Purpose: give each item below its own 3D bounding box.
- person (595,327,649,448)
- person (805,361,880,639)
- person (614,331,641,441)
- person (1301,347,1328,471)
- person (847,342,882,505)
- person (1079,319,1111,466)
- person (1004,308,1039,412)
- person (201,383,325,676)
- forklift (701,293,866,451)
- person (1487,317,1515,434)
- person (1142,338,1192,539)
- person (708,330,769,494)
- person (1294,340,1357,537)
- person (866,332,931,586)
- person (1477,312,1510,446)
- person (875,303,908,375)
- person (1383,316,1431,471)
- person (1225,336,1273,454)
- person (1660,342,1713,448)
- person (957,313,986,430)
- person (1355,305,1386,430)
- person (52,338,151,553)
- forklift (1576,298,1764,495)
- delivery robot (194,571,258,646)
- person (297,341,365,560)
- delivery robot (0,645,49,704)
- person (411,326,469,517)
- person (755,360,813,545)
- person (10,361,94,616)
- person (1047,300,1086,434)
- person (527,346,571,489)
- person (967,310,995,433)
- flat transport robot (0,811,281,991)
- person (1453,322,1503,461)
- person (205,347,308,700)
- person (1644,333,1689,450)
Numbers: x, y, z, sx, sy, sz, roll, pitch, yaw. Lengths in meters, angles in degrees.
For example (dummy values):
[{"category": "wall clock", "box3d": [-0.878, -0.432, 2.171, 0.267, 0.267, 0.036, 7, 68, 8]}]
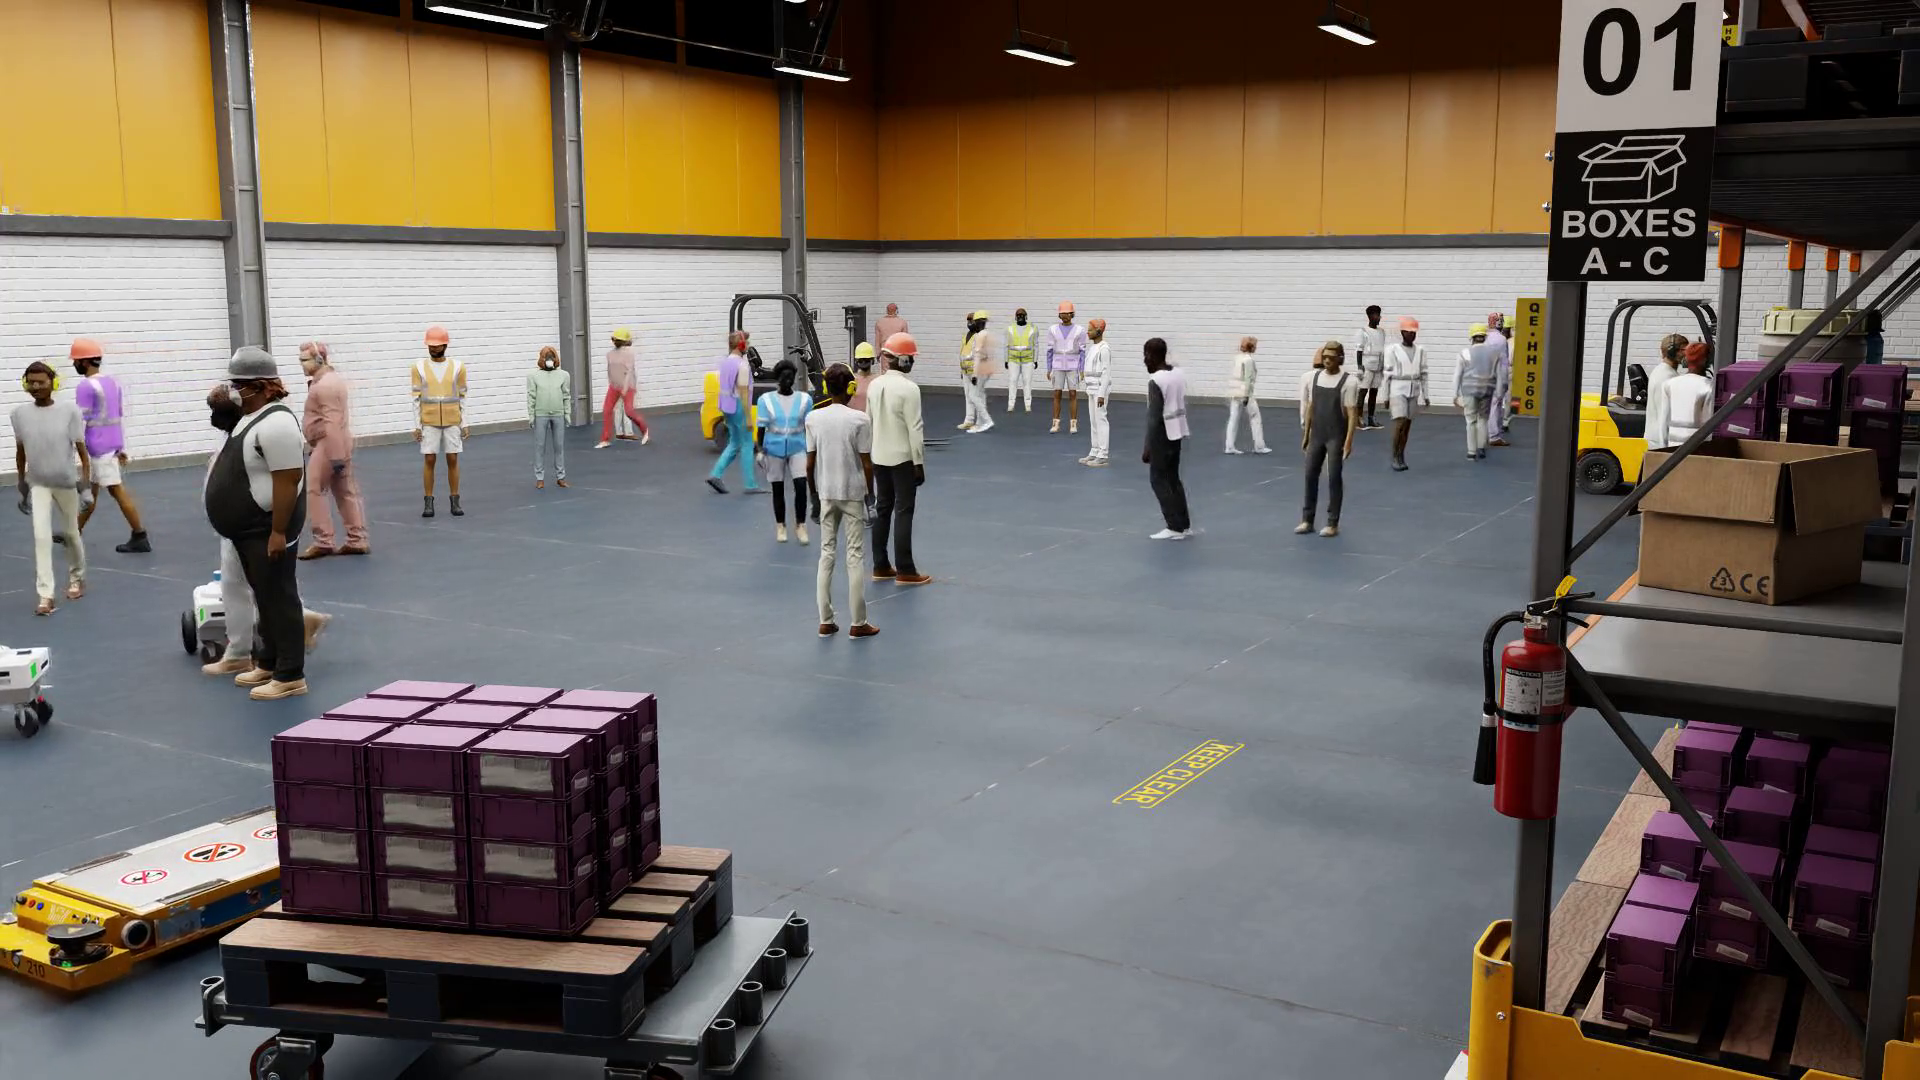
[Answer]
[{"category": "person", "box3d": [-4.798, -2.164, 23.546, 0.518, 1.719, 0.758, 5, 10, 29]}, {"category": "person", "box3d": [-0.787, -0.263, 11.204, 0.510, 1.870, 0.328, 3, 10, 20]}, {"category": "person", "box3d": [-4.937, -2.281, 24.516, 0.500, 1.636, 0.284, 8, 12, 42]}, {"category": "person", "box3d": [4.113, -1.370, 18.845, 0.506, 1.632, 0.278, 3, 10, 17]}, {"category": "person", "box3d": [-0.956, -1.116, 16.841, 0.525, 1.769, 0.327, 0, 9, -2]}, {"category": "person", "box3d": [1.750, -1.887, 21.291, 0.353, 1.883, 0.577, -2, 9, -13]}, {"category": "person", "box3d": [1.090, -3.194, 29.585, 0.625, 1.841, 0.430, 1, 9, 5]}, {"category": "person", "box3d": [-4.318, -0.065, 10.183, 0.650, 1.807, 0.683, -4, 10, -22]}, {"category": "forklift", "box3d": [-2.458, -2.344, 23.176, 2.313, 2.155, 1.214, 0, 9, -2]}, {"category": "person", "box3d": [8.284, -2.505, 25.413, 0.626, 1.788, 0.890, 5, 11, 30]}, {"category": "person", "box3d": [1.918, -0.931, 15.361, 0.398, 1.872, 0.722, 5, 11, 30]}, {"category": "person", "box3d": [-2.477, -1.409, 18.470, 0.578, 1.839, 0.575, -6, 11, -31]}, {"category": "person", "box3d": [3.439, -0.948, 15.585, 0.550, 1.837, 0.401, 8, 12, 40]}, {"category": "person", "box3d": [-0.486, -0.640, 13.161, 0.396, 1.990, 0.623, -8, 12, -41]}, {"category": "person", "box3d": [7.640, -2.300, 23.797, 0.410, 1.909, 0.643, -3, 10, -19]}, {"category": "person", "box3d": [-1.275, -3.530, 31.474, 0.650, 1.906, 0.401, 2, 9, 10]}, {"category": "person", "box3d": [5.567, -1.810, 20.667, 0.540, 1.919, 0.647, -2, 9, -14]}, {"category": "person", "box3d": [3.942, -1.955, 22.581, 0.740, 1.607, 0.513, -3, 9, -16]}, {"category": "person", "box3d": [6.266, -0.752, 14.221, 0.403, 1.882, 0.586, -5, 10, -29]}, {"category": "person", "box3d": [0.205, -2.642, 26.123, 0.429, 1.846, 0.632, -6, 11, -35]}, {"category": "person", "box3d": [6.491, -2.724, 26.251, 0.606, 1.966, 0.367, -6, 11, -33]}, {"category": "person", "box3d": [-7.614, -0.811, 14.549, 0.985, 1.882, 0.545, -1, 9, -5]}, {"category": "forklift", "box3d": [7.954, -1.589, 18.462, 2.313, 2.155, 1.214, 5, 11, 30]}, {"category": "delivery robot", "box3d": [-4.698, 0.437, 10.624, 0.477, 0.478, 0.707, -5, 10, -26]}, {"category": "person", "box3d": [-5.503, -0.766, 14.307, 0.700, 1.874, 0.678, -2, 9, -14]}, {"category": "delivery robot", "box3d": [-5.266, 0.719, 8.863, 0.707, 0.478, 0.477, -3, 10, -18]}, {"category": "person", "box3d": [-5.245, -1.196, 16.818, 0.546, 1.934, 0.376, -3, 10, -19]}, {"category": "person", "box3d": [-1.569, -0.777, 14.983, 0.547, 1.671, 0.682, -2, 9, -10]}, {"category": "person", "box3d": [-6.675, -0.406, 12.257, 0.540, 1.826, 0.962, -3, 9, -17]}, {"category": "person", "box3d": [1.623, -2.643, 25.514, 0.607, 2.044, 0.378, 2, 9, 11]}, {"category": "person", "box3d": [-4.706, -1.407, 19.070, 0.498, 1.633, 0.289, -4, 10, -24]}, {"category": "person", "box3d": [0.315, -2.576, 25.574, 0.403, 1.892, 0.627, 2, 9, 12]}, {"category": "flat transport robot", "box3d": [-2.906, 1.310, 6.350, 0.652, 0.197, 1.431, 5, 10, 30]}, {"category": "person", "box3d": [6.780, -1.945, 21.853, 0.625, 1.814, 0.513, 0, 9, 3]}, {"category": "person", "box3d": [-4.081, -0.103, 9.662, 0.539, 2.000, 0.688, -6, 11, -33]}, {"category": "person", "box3d": [6.221, -0.854, 14.670, 0.356, 1.938, 0.638, 3, 10, 20]}]
